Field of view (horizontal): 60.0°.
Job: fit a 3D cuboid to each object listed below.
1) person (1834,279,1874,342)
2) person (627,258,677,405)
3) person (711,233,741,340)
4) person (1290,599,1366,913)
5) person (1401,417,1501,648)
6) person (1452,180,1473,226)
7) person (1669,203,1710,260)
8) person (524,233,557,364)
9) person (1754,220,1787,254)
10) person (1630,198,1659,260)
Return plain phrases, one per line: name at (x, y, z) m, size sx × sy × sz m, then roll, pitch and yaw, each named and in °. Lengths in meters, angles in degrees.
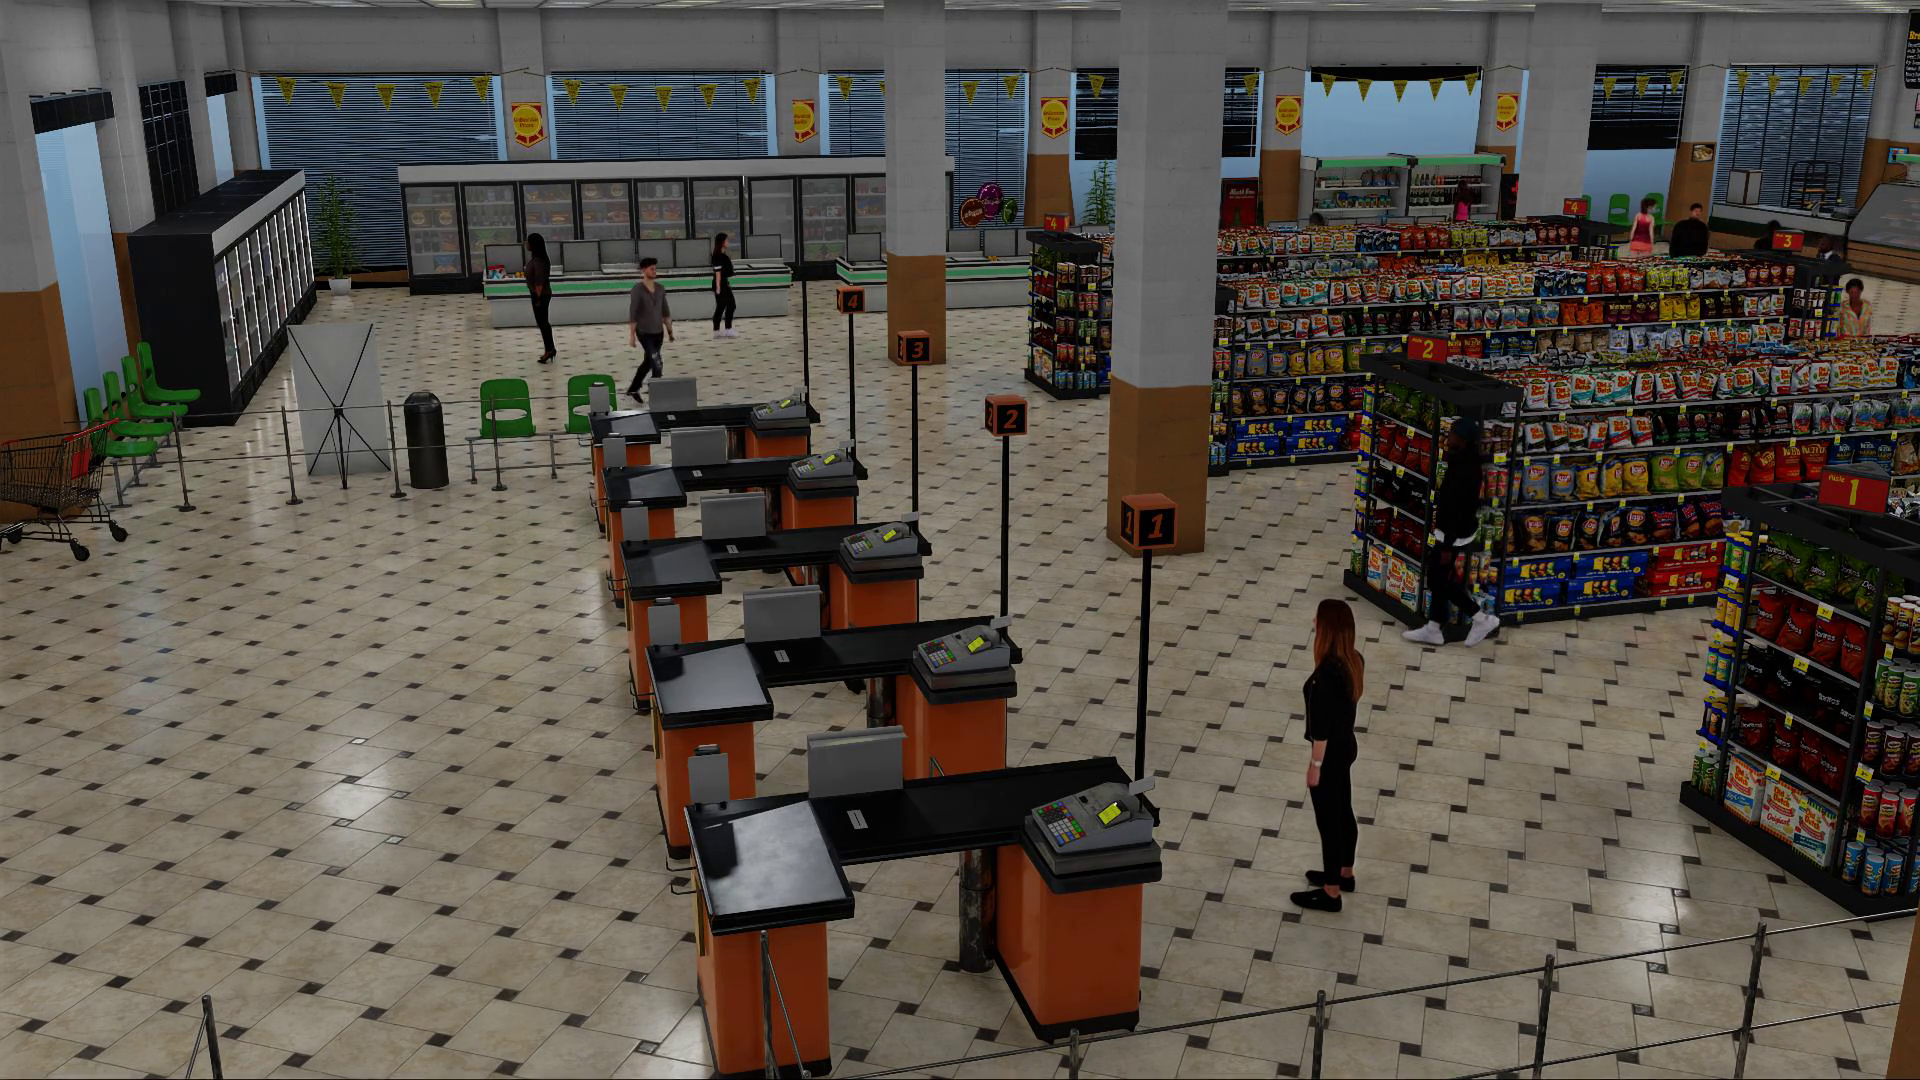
person at (10.620, -2.246, 19.923) m, size 0.928 × 1.762 × 0.844 m, roll 0°, pitch 17°, yaw -1°
person at (-3.941, -2.572, 20.816) m, size 1.218 × 1.867 × 1.253 m, roll 13°, pitch 21°, yaw 36°
person at (-3.746, -3.900, 25.604) m, size 0.728 × 1.626 × 0.681 m, roll 0°, pitch 17°, yaw -1°
person at (2.007, 1.137, 8.875) m, size 0.732 × 1.708 × 0.673 m, roll 9°, pitch 19°, yaw 28°
person at (3.783, -0.028, 12.548) m, size 1.092 × 1.803 × 0.993 m, roll 5°, pitch 18°, yaw 17°
person at (10.199, -6.444, 33.809) m, size 0.495 × 1.726 × 0.622 m, roll -3°, pitch 17°, yaw -10°
person at (12.250, -4.751, 28.055) m, size 0.953 × 1.830 × 1.016 m, roll 5°, pitch 17°, yaw 15°
person at (-5.980, -3.464, 23.803) m, size 0.601 × 1.838 × 0.642 m, roll -3°, pitch 17°, yaw -11°
person at (12.463, -4.036, 25.768) m, size 1.047 × 1.791 × 0.981 m, roll 4°, pitch 17°, yaw 11°
person at (12.348, -5.334, 30.132) m, size 0.668 × 1.739 × 0.662 m, roll 11°, pitch 20°, yaw 32°
